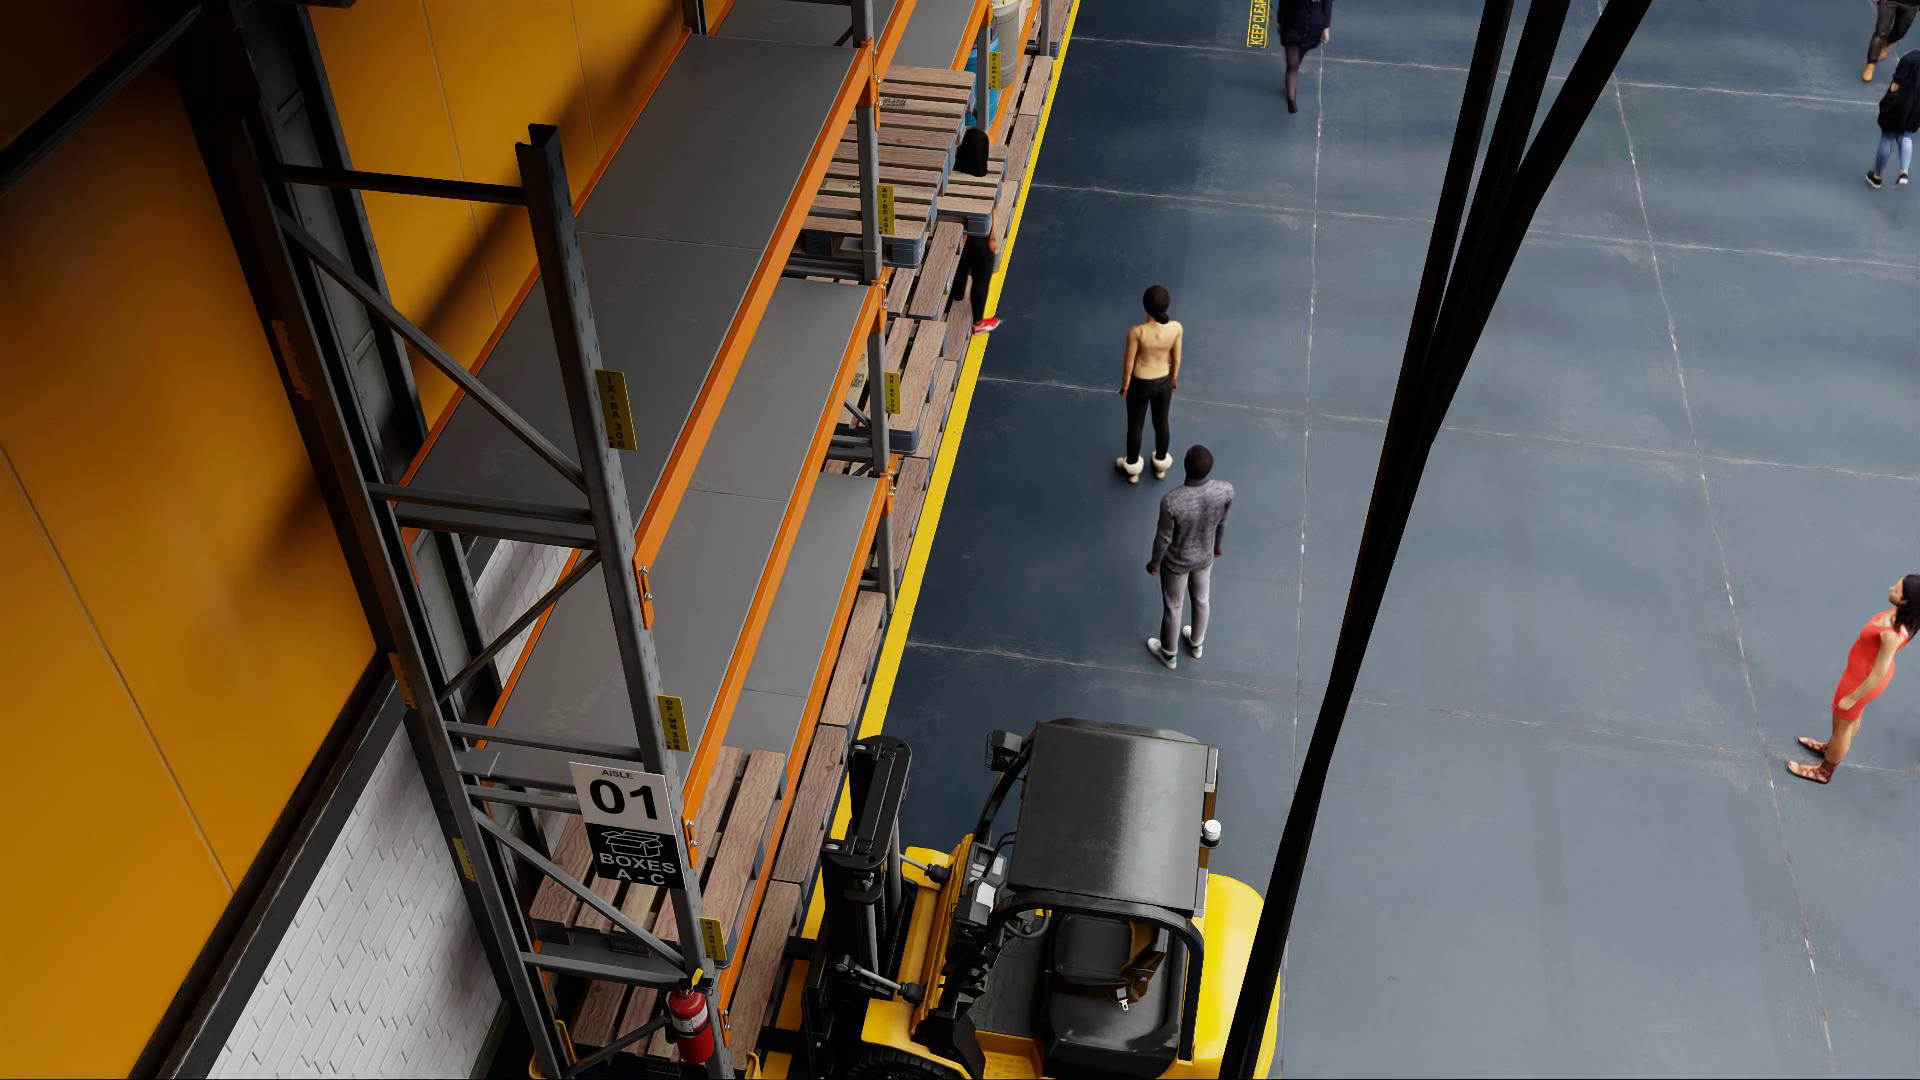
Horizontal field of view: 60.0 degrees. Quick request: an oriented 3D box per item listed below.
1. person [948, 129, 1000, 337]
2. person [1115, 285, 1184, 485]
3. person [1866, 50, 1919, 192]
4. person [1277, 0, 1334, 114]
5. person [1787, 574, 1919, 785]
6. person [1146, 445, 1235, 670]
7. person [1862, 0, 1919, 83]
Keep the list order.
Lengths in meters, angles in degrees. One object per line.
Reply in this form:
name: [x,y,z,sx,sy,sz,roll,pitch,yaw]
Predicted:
person: [0.090,-2.506,13.527,0.817,1.815,0.774,-31,52,-28]
person: [1.402,-1.141,12.210,0.678,1.654,0.695,-9,44,-9]
person: [8.613,-3.875,15.071,0.673,1.667,0.822,4,44,4]
person: [3.359,-5.083,16.368,0.810,1.626,1.107,-1,44,-2]
person: [5.490,0.839,10.085,0.719,1.718,0.588,26,50,25]
person: [1.480,0.109,10.764,0.758,1.838,0.743,-15,46,-15]
person: [9.521,-5.523,16.773,0.812,1.705,1.017,19,47,19]
